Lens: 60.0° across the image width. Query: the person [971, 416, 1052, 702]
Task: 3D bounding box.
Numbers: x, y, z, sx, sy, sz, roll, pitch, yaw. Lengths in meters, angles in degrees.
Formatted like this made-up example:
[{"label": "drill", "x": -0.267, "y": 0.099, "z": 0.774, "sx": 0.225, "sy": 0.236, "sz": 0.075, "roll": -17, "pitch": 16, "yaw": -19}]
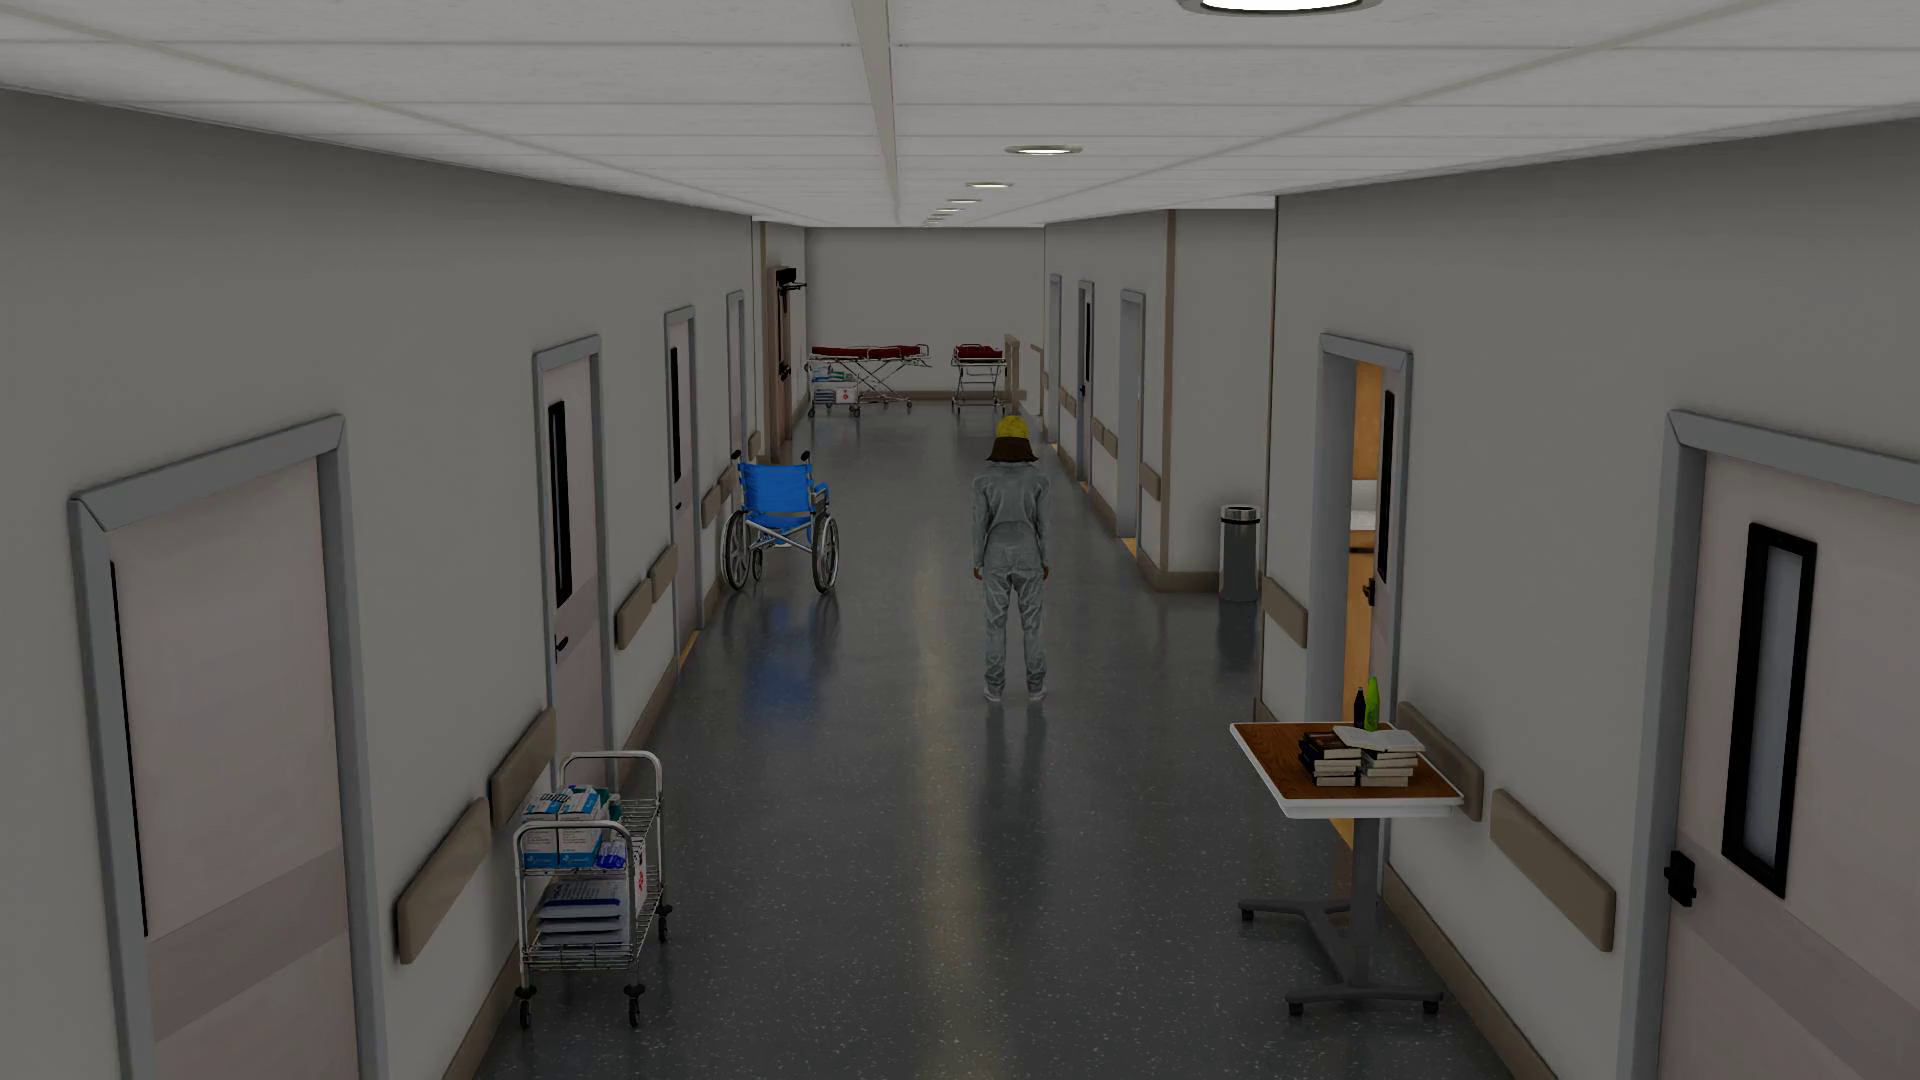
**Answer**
[{"label": "person", "x": 0.310, "y": 0.116, "z": 10.070, "sx": 0.487, "sy": 1.732, "sz": 0.328, "roll": 0, "pitch": 10, "yaw": -1}]
